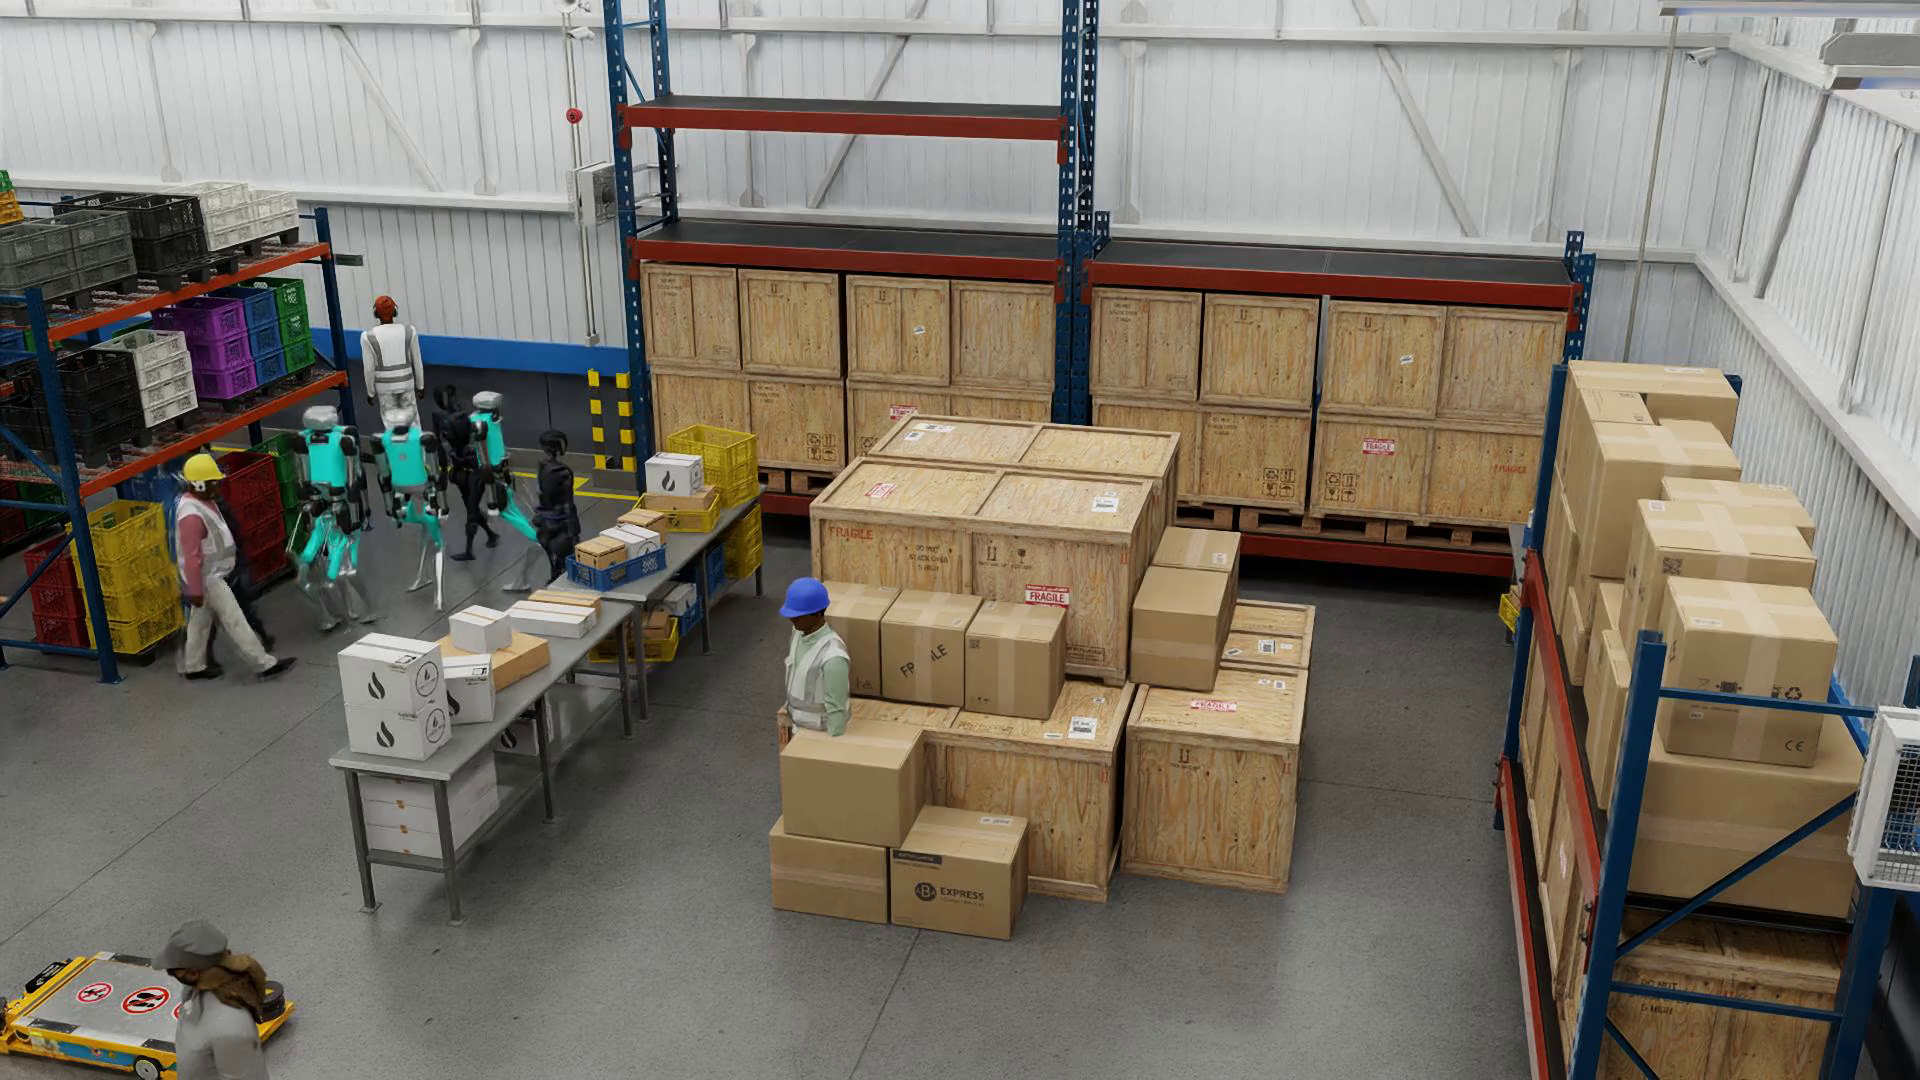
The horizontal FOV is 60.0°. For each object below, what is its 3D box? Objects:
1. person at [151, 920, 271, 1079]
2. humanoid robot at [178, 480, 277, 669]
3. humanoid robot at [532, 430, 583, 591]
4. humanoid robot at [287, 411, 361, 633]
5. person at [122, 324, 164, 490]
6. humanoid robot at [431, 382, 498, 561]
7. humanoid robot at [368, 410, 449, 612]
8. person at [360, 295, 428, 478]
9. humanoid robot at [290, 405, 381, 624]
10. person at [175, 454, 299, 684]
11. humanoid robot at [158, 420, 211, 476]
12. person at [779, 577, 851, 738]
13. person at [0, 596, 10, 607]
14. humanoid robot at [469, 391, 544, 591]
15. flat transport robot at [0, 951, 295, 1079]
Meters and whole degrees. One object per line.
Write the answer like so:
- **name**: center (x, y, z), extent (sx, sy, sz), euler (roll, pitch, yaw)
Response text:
- **person**: center (-2.987, 2.328, 6.854), extent (0.398, 1.766, 0.572), euler (-13, 25, -31)
- **humanoid robot**: center (-5.606, 0.192, 12.638), extent (0.590, 1.644, 0.730), euler (6, 22, 16)
- **humanoid robot**: center (-3.253, -0.078, 13.277), extent (0.392, 1.639, 0.599), euler (-17, 27, -37)
- **humanoid robot**: center (-5.096, -0.063, 13.210), extent (0.546, 1.807, 0.821), euler (5, 21, 12)
- **person**: center (-7.854, -1.242, 16.140), extent (0.660, 1.811, 0.823), euler (-7, 22, -18)
- **humanoid robot**: center (-4.353, -0.635, 14.786), extent (0.617, 1.630, 0.682), euler (9, 23, 22)
- **humanoid robot**: center (-4.466, -0.305, 13.802), extent (0.542, 1.754, 0.859), euler (-1, 21, -3)
- **person**: center (-5.700, -1.534, 16.796), extent (0.580, 1.882, 0.338), euler (-12, 24, -29)
- **humanoid robot**: center (-5.031, -0.147, 13.371), extent (0.549, 1.766, 0.792), euler (-5, 21, -12)
- **person**: center (-5.450, 0.222, 12.329), extent (0.889, 1.785, 0.613), euler (-7, 22, -18)
- **humanoid robot**: center (-7.238, -0.899, 15.427), extent (0.432, 1.637, 0.614), euler (3, 21, 7)
- **person**: center (-0.843, 1.113, 9.802), extent (0.411, 1.939, 0.602), euler (-10, 23, -24)
- **person**: center (-8.109, -0.352, 13.485), extent (0.392, 2.041, 0.610), euler (1, 21, 3)
- **humanoid robot**: center (-3.702, -0.364, 13.971), extent (0.667, 1.818, 0.548), euler (-1, 21, -2)
- **flat transport robot**: center (-4.270, 2.464, 8.601), extent (1.431, 0.231, 0.659), euler (5, 22, 13)
